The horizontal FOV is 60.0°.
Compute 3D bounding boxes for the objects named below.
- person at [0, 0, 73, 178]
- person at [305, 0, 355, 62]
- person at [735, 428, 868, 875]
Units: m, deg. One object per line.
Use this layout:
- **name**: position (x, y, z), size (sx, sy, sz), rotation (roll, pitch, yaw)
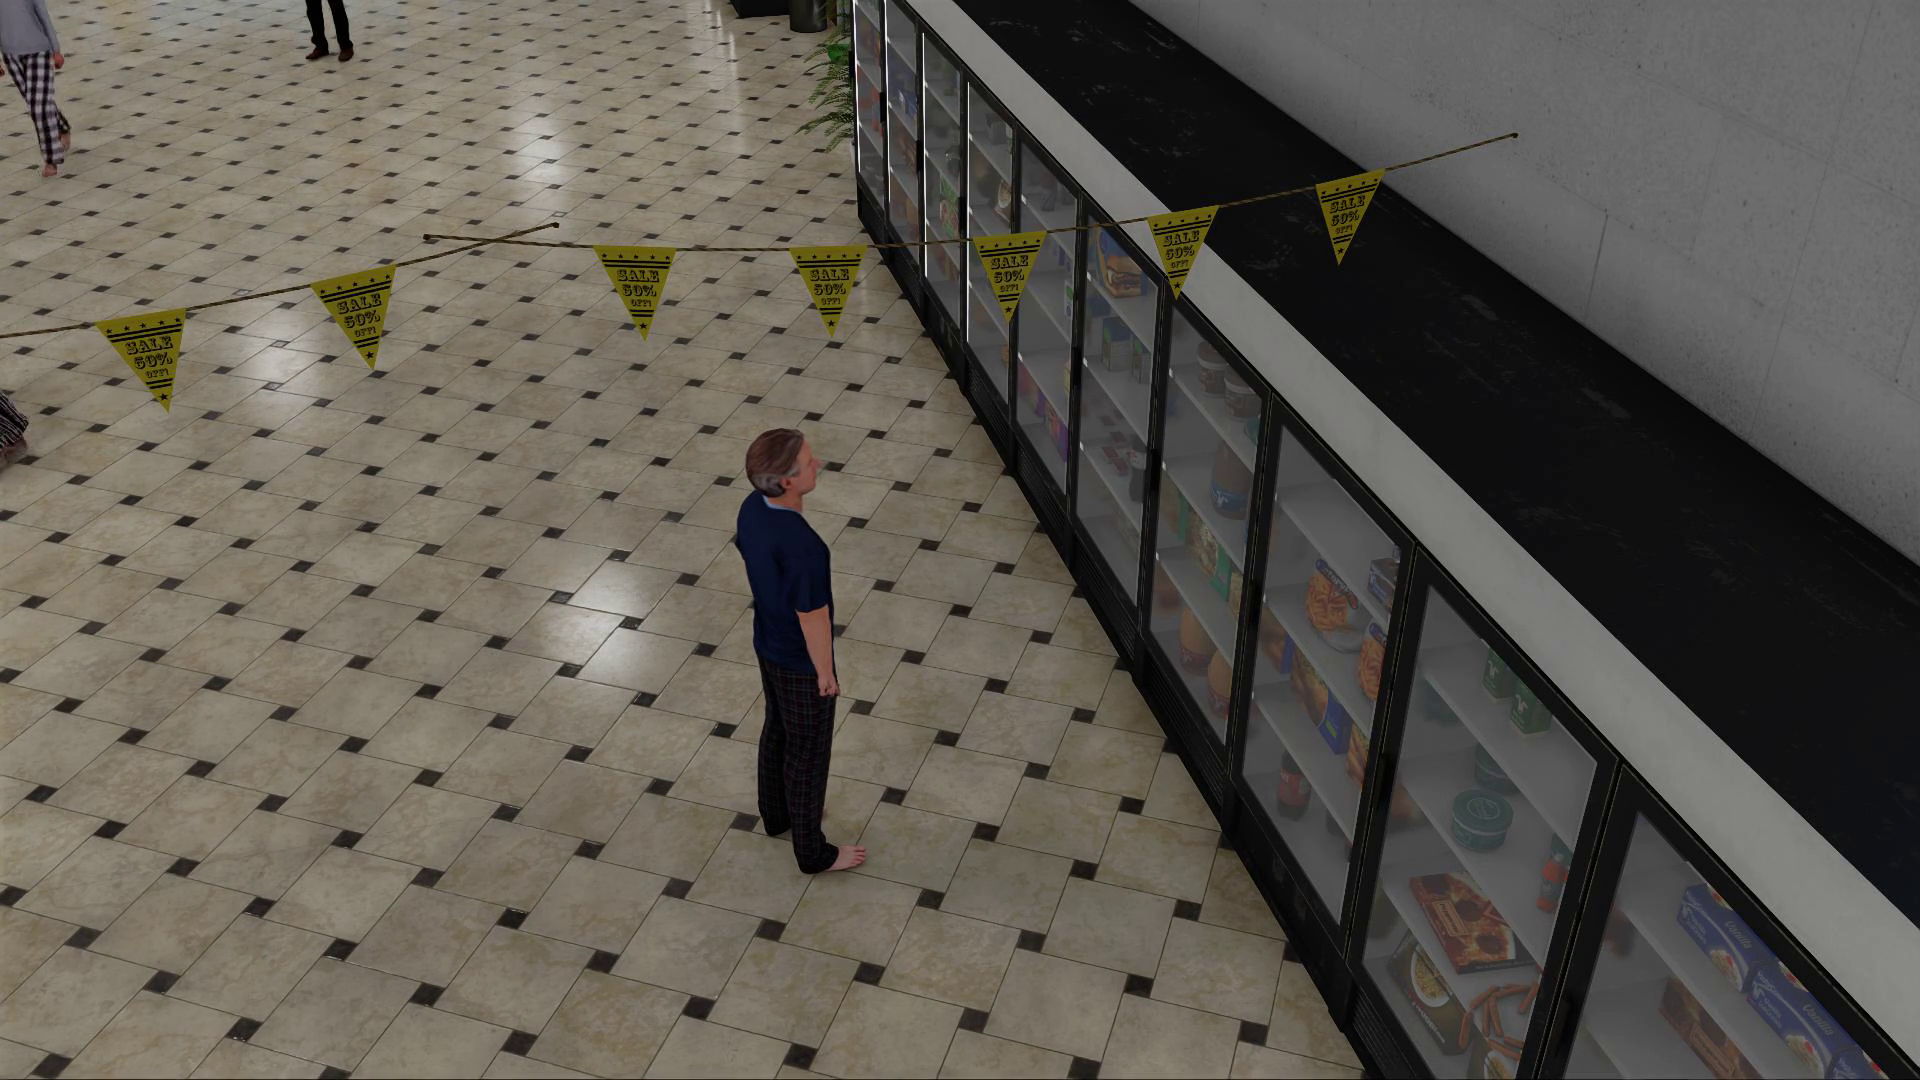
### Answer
- **person**: position (-7.347, -3.860, 13.142), size (1.101, 1.806, 0.773), rotation (-4, 32, -6)
- **person**: position (-6.093, -5.456, 15.759), size (0.631, 1.753, 0.792), rotation (2, 32, 4)
- **person**: position (-0.622, 0.420, 6.203), size (0.641, 1.871, 0.716), rotation (-17, 36, -25)
